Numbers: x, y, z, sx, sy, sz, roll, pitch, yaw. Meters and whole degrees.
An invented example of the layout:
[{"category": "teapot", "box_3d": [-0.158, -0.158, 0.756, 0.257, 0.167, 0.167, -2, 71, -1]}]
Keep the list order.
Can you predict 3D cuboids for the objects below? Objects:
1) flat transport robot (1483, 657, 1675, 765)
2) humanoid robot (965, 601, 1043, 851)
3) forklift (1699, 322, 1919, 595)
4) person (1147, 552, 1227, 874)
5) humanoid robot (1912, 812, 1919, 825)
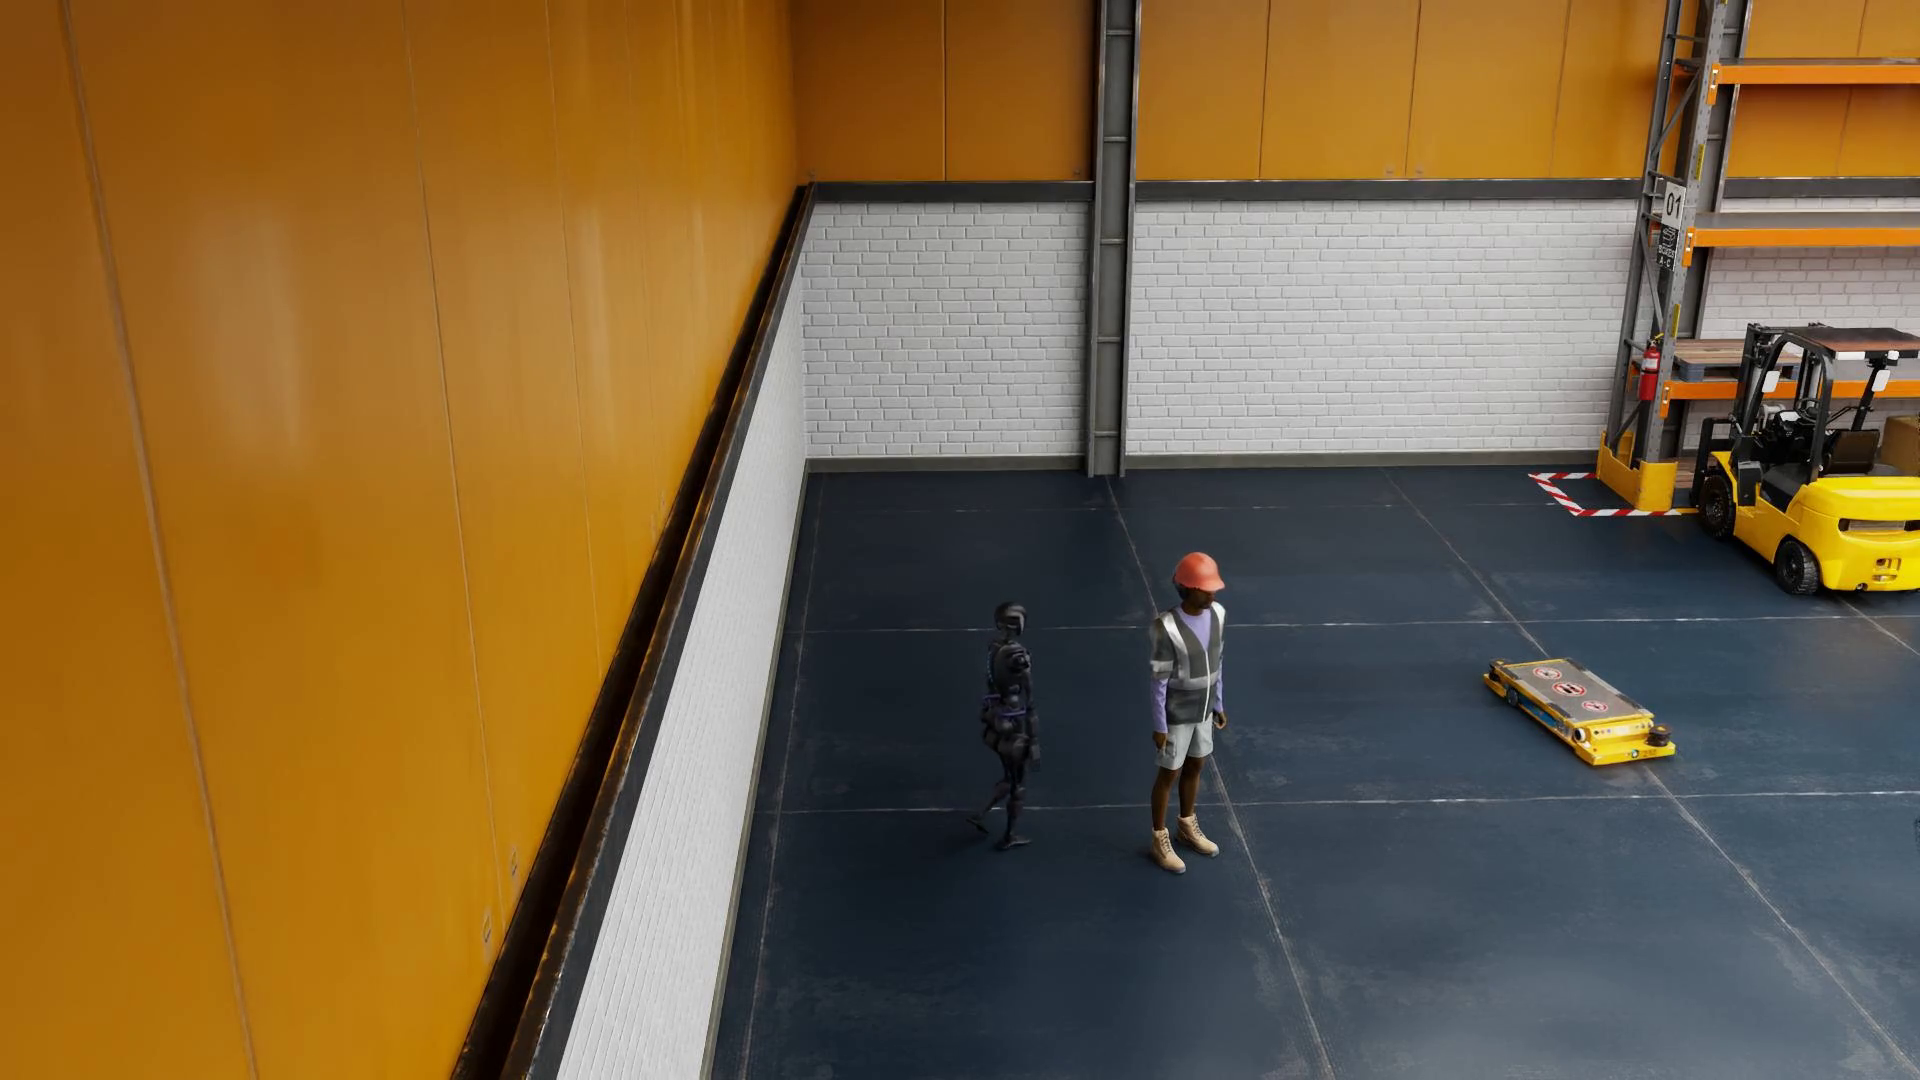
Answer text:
[{"category": "flat transport robot", "box_3d": [4.522, 1.227, 12.226, 0.659, 0.231, 1.431, -5, 21, -14]}, {"category": "humanoid robot", "box_3d": [0.274, 1.169, 10.342, 0.430, 1.641, 0.589, -11, 23, -27]}, {"category": "forklift", "box_3d": [7.809, -0.792, 14.926, 1.214, 2.155, 2.313, -1, 20, -2]}, {"category": "person", "box_3d": [1.405, 1.038, 10.175, 0.606, 2.047, 0.365, -16, 26, -37]}, {"category": "humanoid robot", "box_3d": [5.693, 1.567, 9.290, 0.601, 1.641, 0.550, 10, 22, 25]}]
